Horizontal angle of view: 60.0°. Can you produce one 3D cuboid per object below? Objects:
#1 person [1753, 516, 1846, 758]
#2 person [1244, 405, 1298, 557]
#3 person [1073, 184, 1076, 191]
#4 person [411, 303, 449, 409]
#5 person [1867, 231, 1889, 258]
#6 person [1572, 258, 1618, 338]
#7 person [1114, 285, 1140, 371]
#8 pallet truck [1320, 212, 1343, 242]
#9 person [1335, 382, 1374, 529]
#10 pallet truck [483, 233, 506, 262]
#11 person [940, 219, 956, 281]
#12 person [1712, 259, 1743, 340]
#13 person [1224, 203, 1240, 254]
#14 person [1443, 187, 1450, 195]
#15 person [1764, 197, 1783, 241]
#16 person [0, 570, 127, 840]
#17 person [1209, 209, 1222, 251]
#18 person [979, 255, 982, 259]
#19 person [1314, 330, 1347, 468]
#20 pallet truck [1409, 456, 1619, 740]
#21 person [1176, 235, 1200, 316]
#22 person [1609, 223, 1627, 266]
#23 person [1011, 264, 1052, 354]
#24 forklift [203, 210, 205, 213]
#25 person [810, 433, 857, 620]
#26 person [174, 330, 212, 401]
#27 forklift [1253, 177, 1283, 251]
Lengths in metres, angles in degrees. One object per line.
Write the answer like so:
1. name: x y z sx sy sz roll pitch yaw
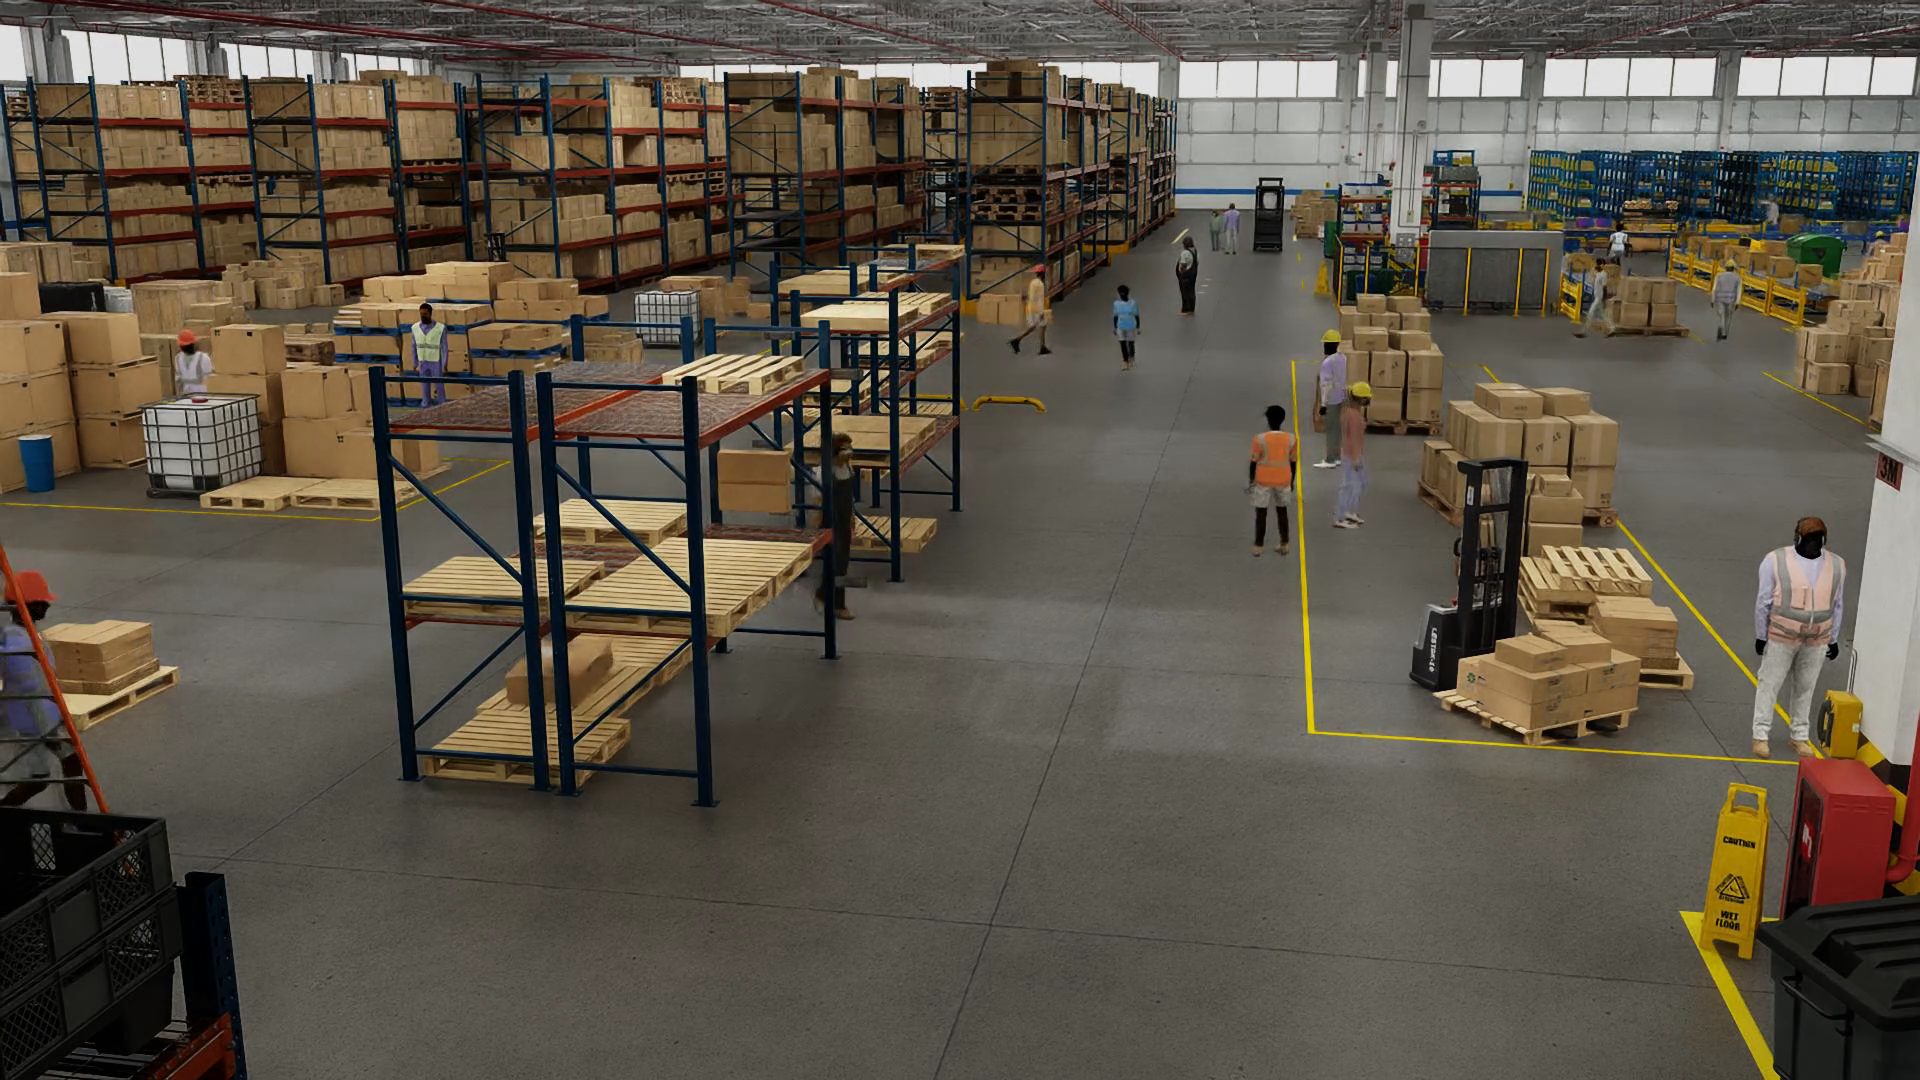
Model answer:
1. person: 6.245 0.725 12.400 0.622 1.844 0.429 1 14 5
2. person: 3.424 -0.642 18.251 0.554 1.694 0.326 -3 14 -11
3. person: 5.875 -17.059 84.382 0.398 1.949 0.604 -9 16 -32
4. person: -8.521 -2.852 26.761 0.597 1.918 0.383 1 14 5
5. person: 27.006 -8.214 48.954 0.531 1.716 0.923 2 14 7
6. person: 14.450 -5.459 37.566 0.987 1.826 0.518 3 14 13
7. person: 3.286 -4.160 32.606 0.569 1.662 0.479 7 16 28
8. pallet truck: 15.874 -13.227 70.310 0.680 1.201 1.601 10 17 35
9. person: 4.678 -0.991 19.544 0.501 1.747 0.557 3 14 13
10. pallet truck: -11.832 -7.026 43.548 1.885 1.965 0.823 8 16 28
11. person: -0.302 -9.047 51.940 0.651 1.906 0.403 -8 16 -29
12. person: 17.156 -5.371 37.209 0.593 1.811 0.565 4 14 17
13. person: 10.295 -11.800 63.050 0.632 1.940 0.372 -2 14 -9
14. person: 23.521 -16.151 80.598 0.376 1.995 0.609 -9 17 -33
15. person: 34.643 -13.689 70.891 0.977 1.865 0.659 6 15 22
16. person: -5.960 1.128 10.635 0.836 1.909 0.554 -4 14 -17
17. person: 9.912 -12.047 64.717 0.523 1.614 0.349 8 16 29
18. person: 0.839 -9.281 53.315 0.535 1.700 0.318 -8 16 -29
19. person: 5.147 -1.956 23.107 0.388 1.927 0.589 9 17 33
20. pallet truck: 4.504 0.400 13.395 0.823 1.965 1.885 -6 15 -23
21. person: 5.721 -6.696 42.117 0.536 2.000 0.688 12 18 40
22. person: 21.315 -9.410 53.871 0.543 1.678 0.479 2 14 9
23. person: 1.521 -4.817 34.790 0.791 1.904 0.585 -6 15 -24
24. forklift: -26.081 -10.767 56.920 1.129 2.768 1.873 3 14 10
25. person: -1.164 -0.114 15.831 0.402 1.827 0.548 9 17 33
26. person: -10.806 -2.009 23.419 0.605 1.876 0.973 3 14 13
27. forklift: 12.083 -12.747 64.956 1.129 2.768 1.873 3 14 10
